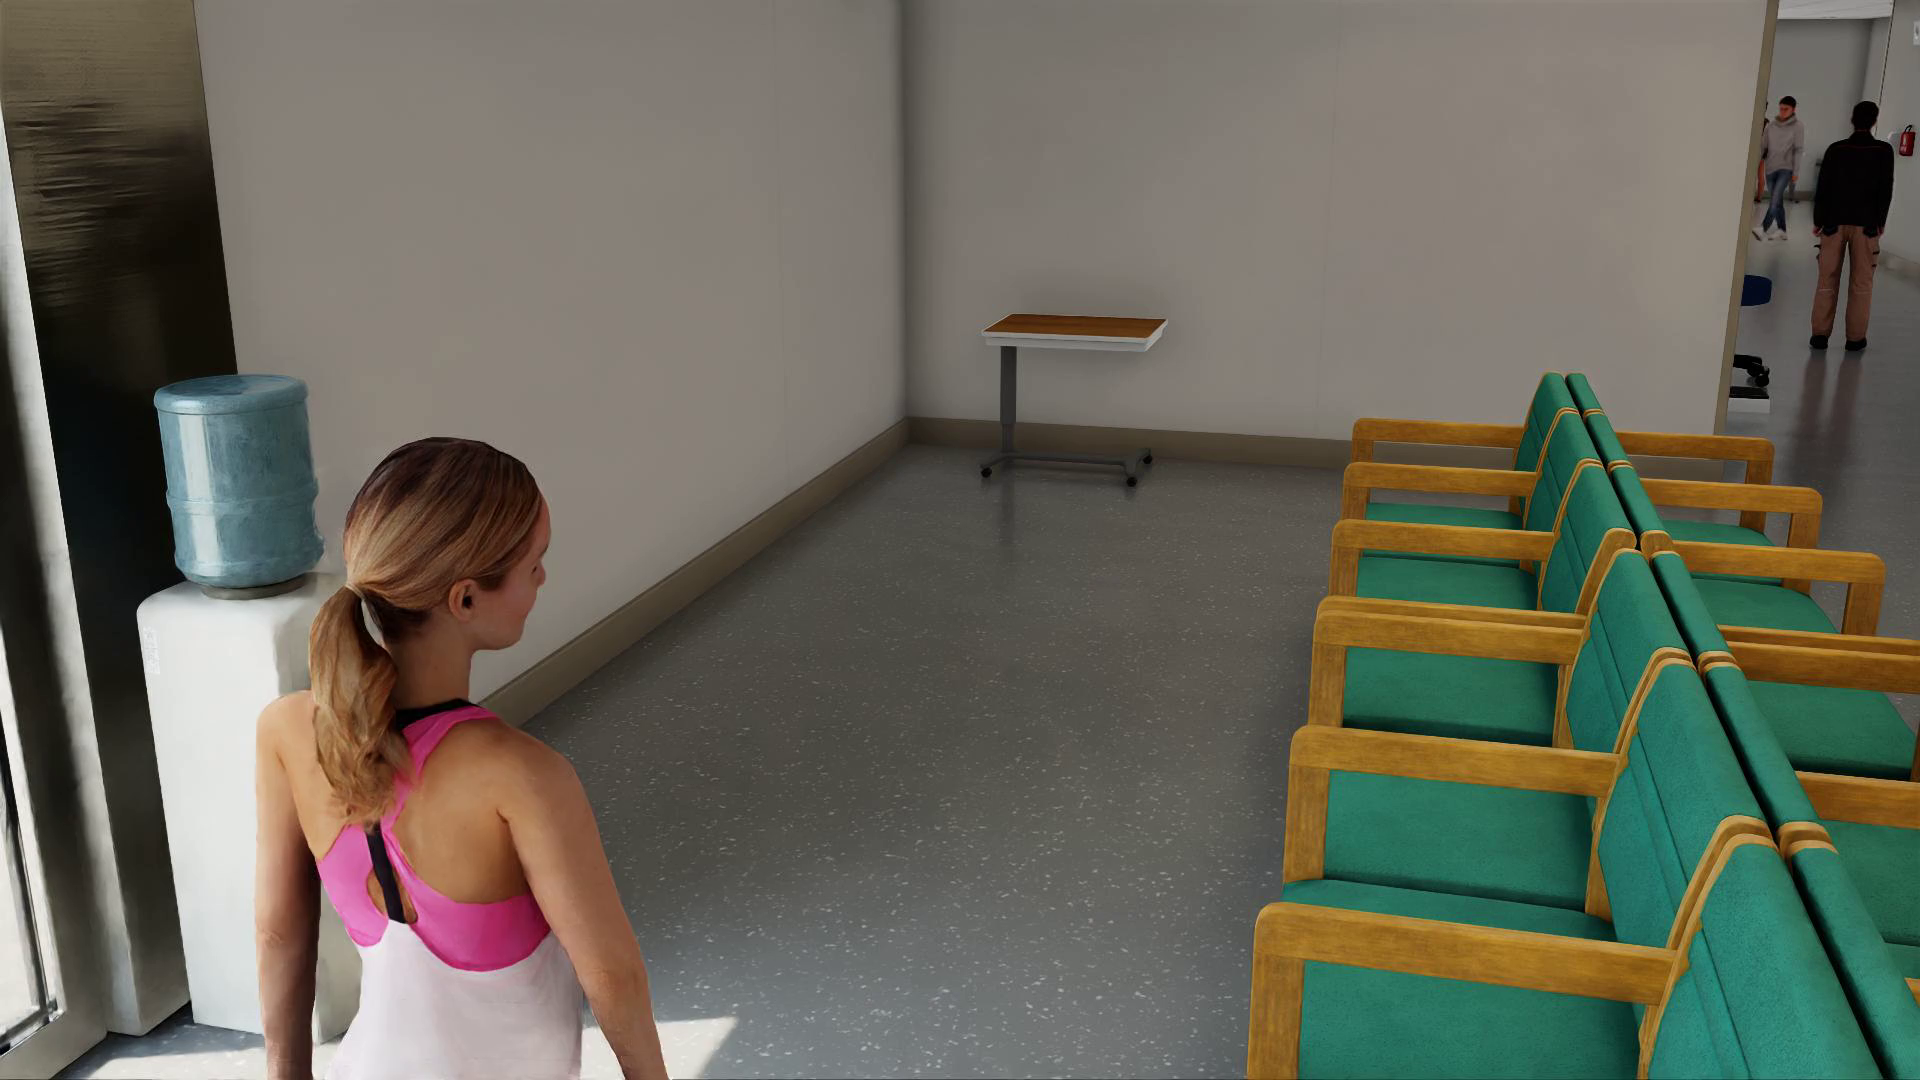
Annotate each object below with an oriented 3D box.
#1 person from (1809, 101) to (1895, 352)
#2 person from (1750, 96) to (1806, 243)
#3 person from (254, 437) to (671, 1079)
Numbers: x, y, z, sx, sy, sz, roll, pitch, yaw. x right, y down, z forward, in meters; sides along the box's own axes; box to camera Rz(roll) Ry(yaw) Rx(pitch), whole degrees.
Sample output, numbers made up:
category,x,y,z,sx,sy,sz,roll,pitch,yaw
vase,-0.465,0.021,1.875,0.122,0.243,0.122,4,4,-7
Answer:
category,x,y,z,sx,sy,sz,roll,pitch,yaw
person,7.016,-2.473,13.115,0.622,1.925,0.804,8,18,27
person,10.464,-4.666,21.125,1.227,1.799,1.216,-10,19,-33
person,-0.634,0.801,1.835,0.989,1.744,0.832,8,18,27
